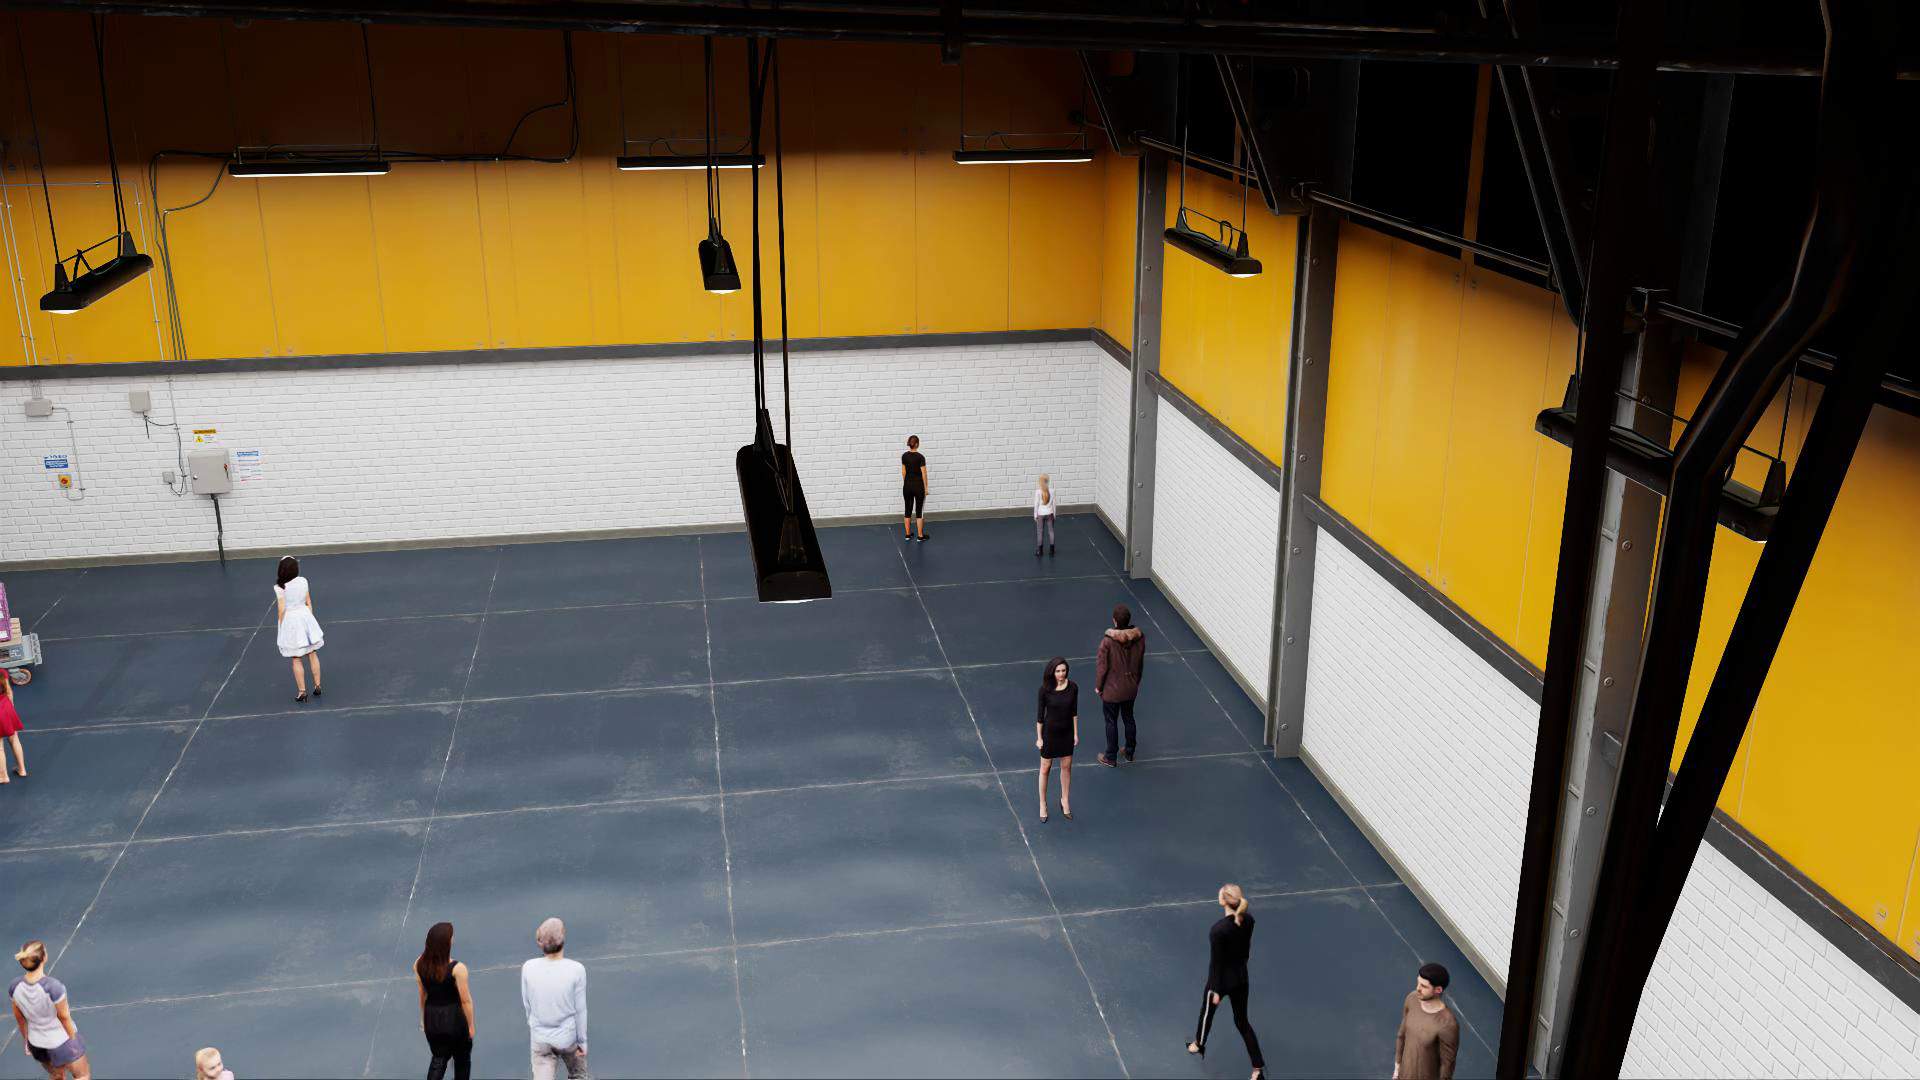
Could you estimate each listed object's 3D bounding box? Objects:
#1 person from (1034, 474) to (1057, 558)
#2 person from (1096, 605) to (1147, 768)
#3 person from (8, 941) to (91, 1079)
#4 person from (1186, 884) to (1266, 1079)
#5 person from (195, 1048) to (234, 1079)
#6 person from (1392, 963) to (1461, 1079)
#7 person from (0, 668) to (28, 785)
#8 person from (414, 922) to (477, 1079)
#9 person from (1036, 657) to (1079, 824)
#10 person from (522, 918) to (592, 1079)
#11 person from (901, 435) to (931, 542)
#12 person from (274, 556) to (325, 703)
[{"bbox_3d":[1.286,-0.380,25.046,0.485,1.278,0.487,-3,19,-7],"label":"person"},{"bbox_3d":[1.758,1.596,18.287,0.838,1.847,0.795,-9,21,-26],"label":"person"},{"bbox_3d":[-6.745,3.739,12.301,0.709,1.606,0.878,2,19,6],"label":"person"},{"bbox_3d":[2.157,3.499,12.918,0.922,1.667,1.173,-12,22,-32],"label":"person"},{"bbox_3d":[-5.235,4.123,11.699,0.760,1.262,0.729,9,21,25],"label":"person"},{"bbox_3d":[3.267,3.796,11.692,0.774,1.887,0.609,-10,21,-27],"label":"person"},{"bbox_3d":[-10.394,1.865,17.951,0.745,1.552,0.684,12,22,32],"label":"person"},{"bbox_3d":[-3.879,3.656,12.441,0.787,1.674,0.963,4,19,11],"label":"person"},{"bbox_3d":[0.999,2.030,17.064,0.607,1.805,0.503,-5,19,-14],"label":"person"},{"bbox_3d":[-2.938,3.703,12.052,0.813,1.834,1.309,-1,19,-2],"label":"person"},{"bbox_3d":[-0.706,-0.816,25.731,0.667,1.668,0.703,9,21,26],"label":"person"},{"bbox_3d":[-7.933,1.062,19.921,0.899,1.816,0.851,17,25,42],"label":"person"}]
